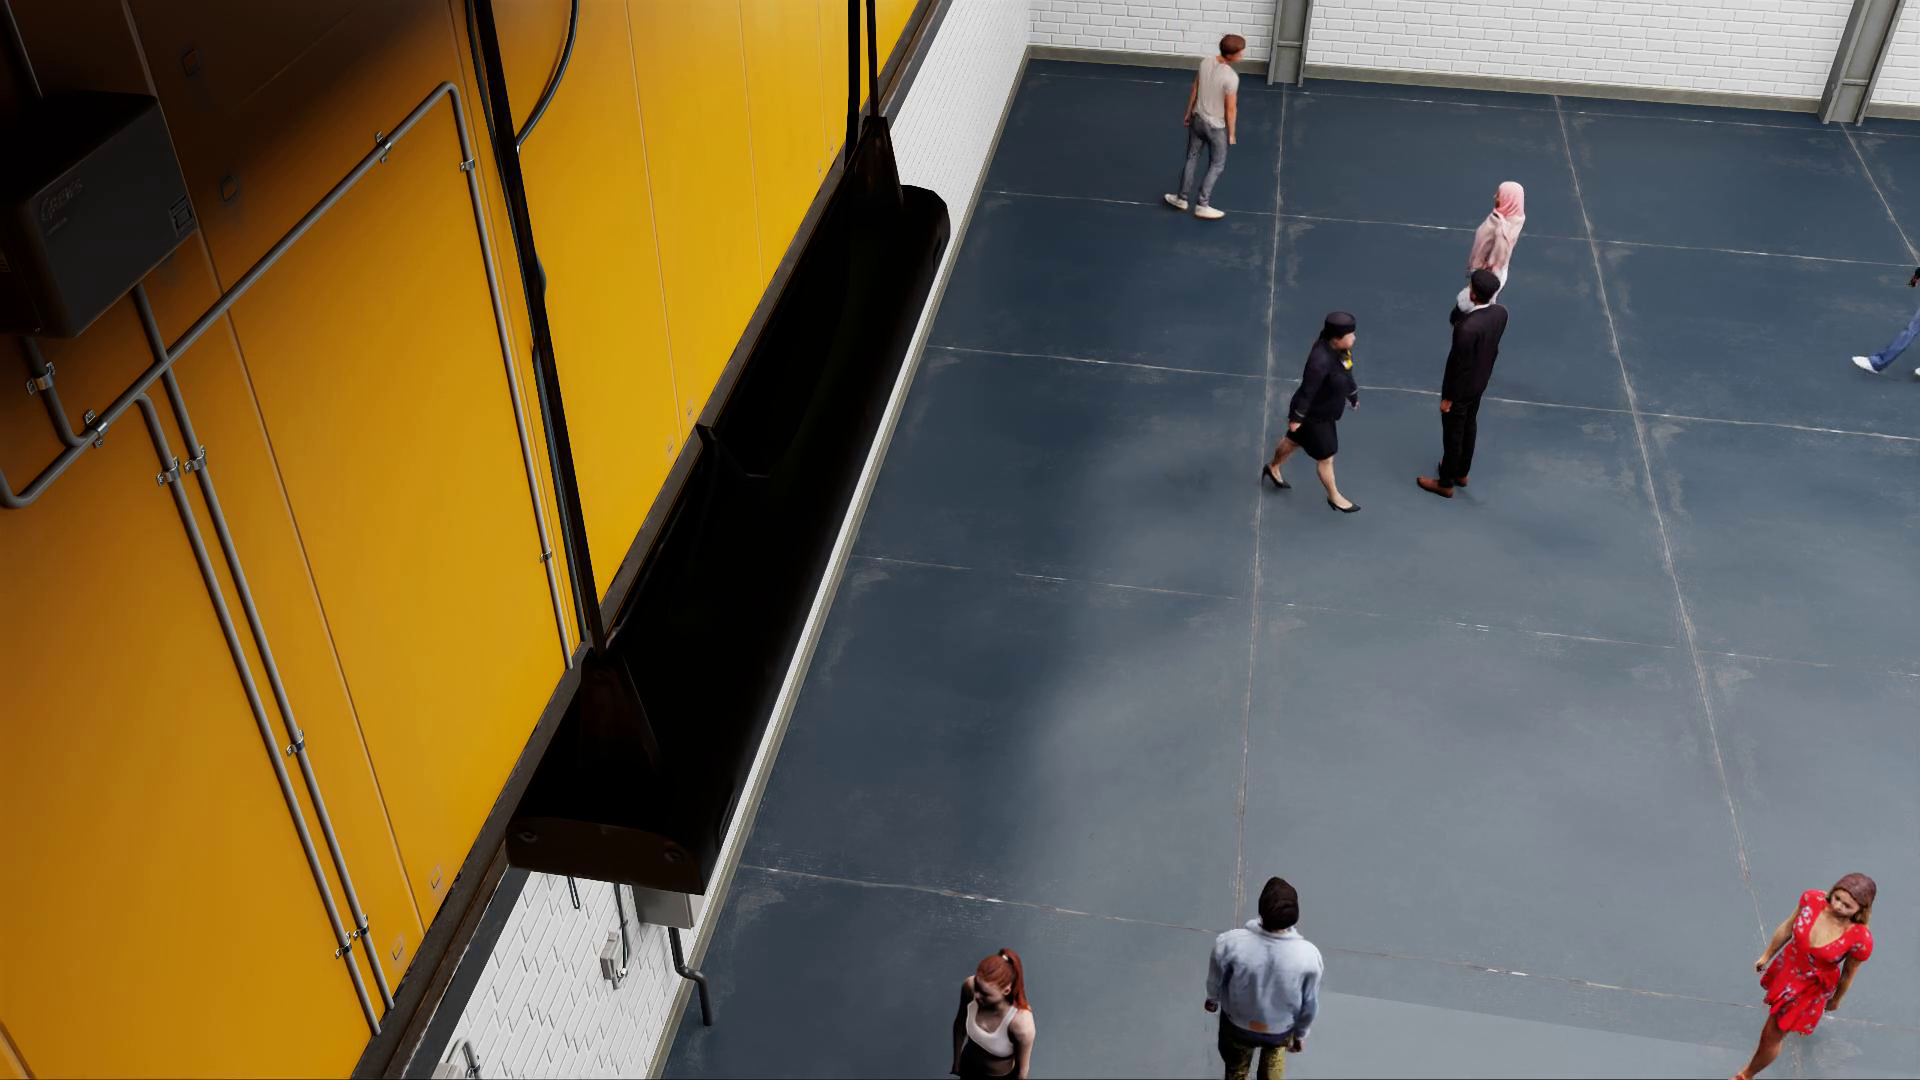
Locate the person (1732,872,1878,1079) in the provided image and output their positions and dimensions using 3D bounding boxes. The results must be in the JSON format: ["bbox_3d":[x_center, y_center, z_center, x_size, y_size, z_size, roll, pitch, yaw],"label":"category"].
[{"bbox_3d":[4.330,2.195,8.433,1.088,1.566,0.925,-16,41,-19],"label":"person"}]

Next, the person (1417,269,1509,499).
[{"bbox_3d":[3.776,-1.160,12.385,0.773,1.878,0.782,-31,48,-33],"label":"person"}]

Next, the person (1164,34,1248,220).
[{"bbox_3d":[2.339,-3.985,15.943,0.824,1.851,0.949,26,45,29],"label":"person"}]

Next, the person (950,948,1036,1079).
[{"bbox_3d":[0.165,2.528,7.876,0.632,1.742,0.729,30,48,32],"label":"person"}]

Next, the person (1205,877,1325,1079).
[{"bbox_3d":[1.439,2.371,8.027,0.584,1.799,0.750,4,39,5],"label":"person"}]

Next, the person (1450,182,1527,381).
[{"bbox_3d":[4.409,-2.071,13.597,0.719,1.789,0.711,15,41,18],"label":"person"}]

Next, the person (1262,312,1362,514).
[{"bbox_3d":[2.563,-0.965,12.341,1.174,1.627,0.959,20,43,23],"label":"person"}]
